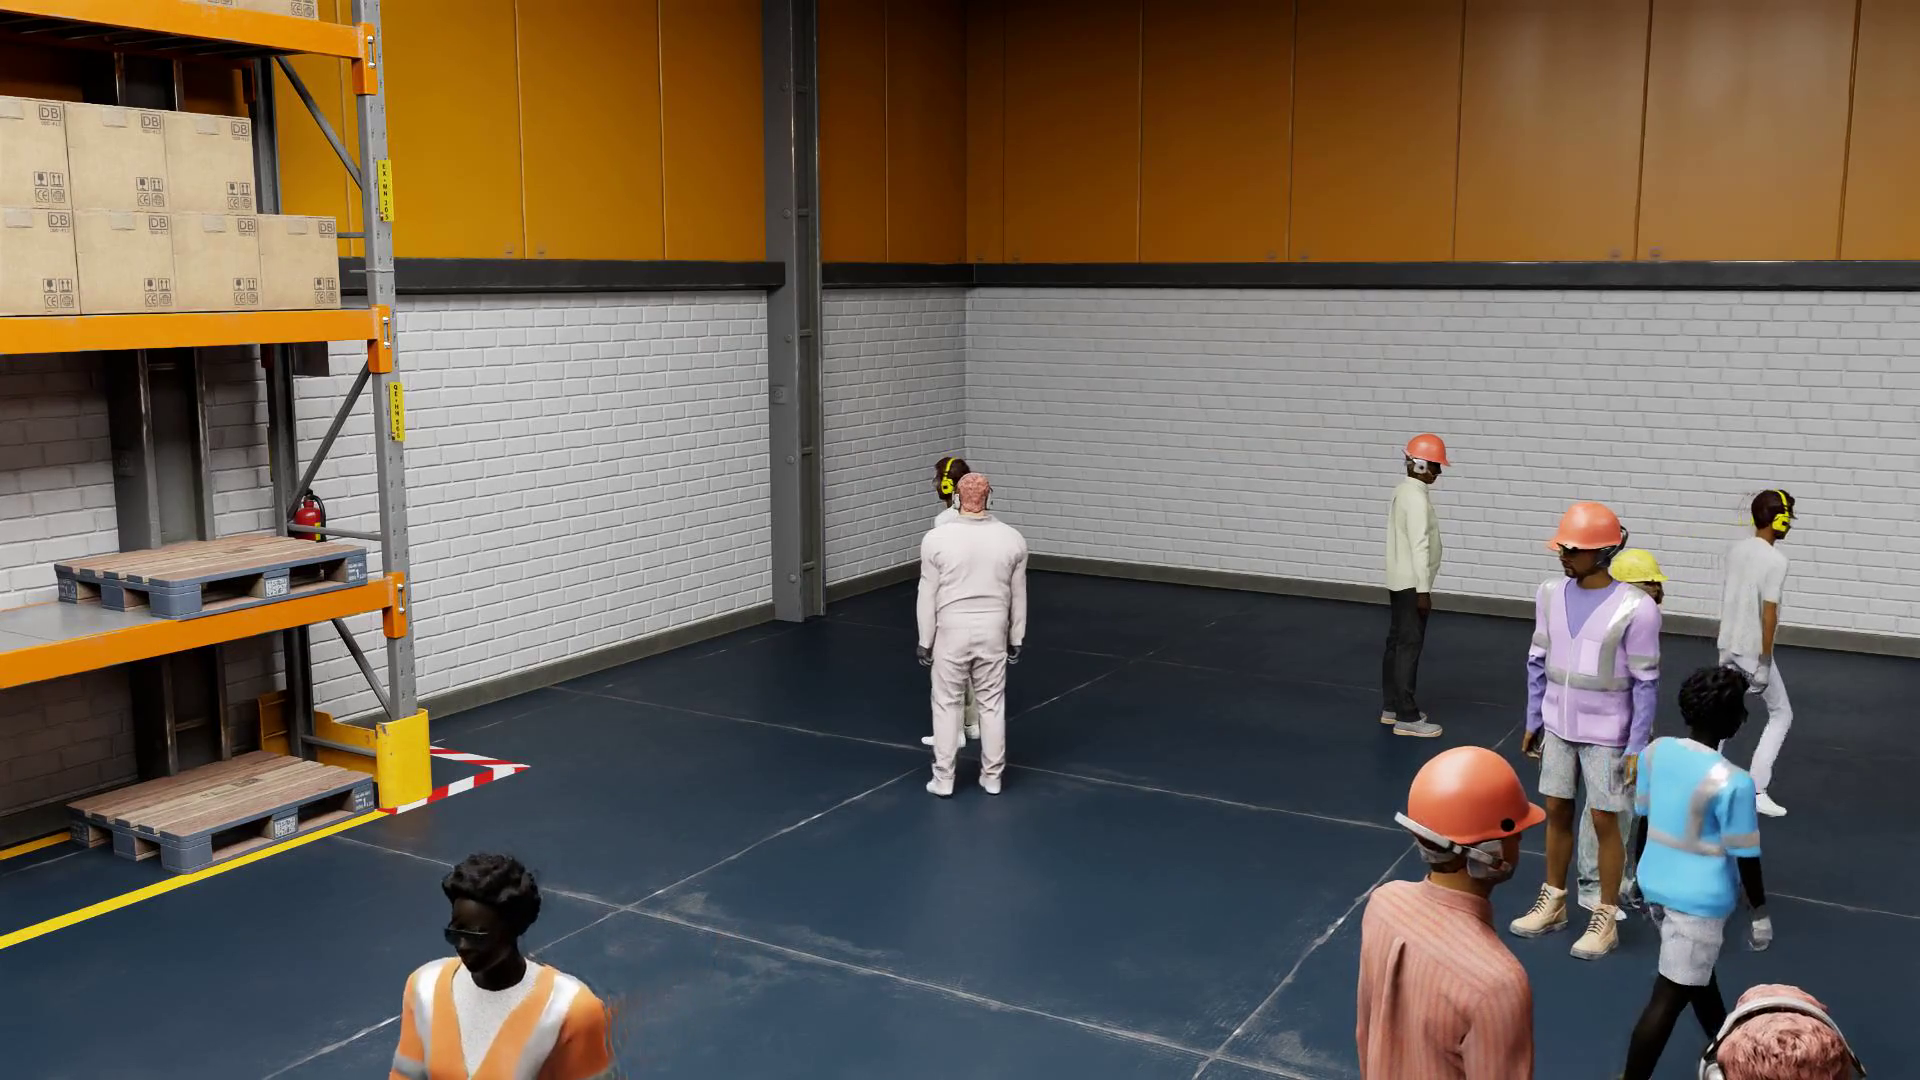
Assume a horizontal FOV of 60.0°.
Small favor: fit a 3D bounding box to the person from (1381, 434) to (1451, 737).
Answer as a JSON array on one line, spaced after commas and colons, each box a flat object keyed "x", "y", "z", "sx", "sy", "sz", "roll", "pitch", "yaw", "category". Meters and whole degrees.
[{"x": 3.003, "y": 0.291, "z": 10.980, "sx": 0.393, "sy": 1.985, "sz": 0.611, "roll": 0, "pitch": 9, "yaw": 1, "category": "person"}]

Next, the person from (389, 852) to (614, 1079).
[{"x": -1.128, "y": 1.574, "z": 3.956, "sx": 0.559, "sy": 1.681, "sz": 0.595, "roll": 3, "pitch": 10, "yaw": 20, "category": "person"}]

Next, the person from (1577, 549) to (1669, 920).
[{"x": 3.158, "y": 0.906, "z": 7.889, "sx": 0.489, "sy": 1.746, "sz": 0.286, "roll": -9, "pitch": 12, "yaw": -43, "category": "person"}]

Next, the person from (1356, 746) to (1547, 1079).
[{"x": 1.108, "y": 1.440, "z": 3.768, "sx": 0.375, "sy": 1.997, "sz": 0.612, "roll": -3, "pitch": 9, "yaw": -16, "category": "person"}]

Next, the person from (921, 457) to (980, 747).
[{"x": -0.044, "y": 0.395, "z": 10.685, "sx": 0.328, "sy": 1.873, "sz": 0.512, "roll": 5, "pitch": 10, "yaw": 28, "category": "person"}]

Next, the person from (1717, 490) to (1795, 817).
[{"x": 4.428, "y": 0.637, "z": 9.301, "sx": 0.601, "sy": 1.841, "sz": 0.495, "roll": -3, "pitch": 9, "yaw": -17, "category": "person"}]

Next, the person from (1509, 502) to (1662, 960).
[{"x": 2.763, "y": 0.839, "z": 7.386, "sx": 0.394, "sy": 2.038, "sz": 0.611, "roll": -6, "pitch": 11, "yaw": -34, "category": "person"}]

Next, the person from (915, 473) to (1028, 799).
[{"x": 0.062, "y": 0.558, "z": 9.629, "sx": 0.656, "sy": 1.898, "sz": 0.399, "roll": -2, "pitch": 9, "yaw": -15, "category": "person"}]

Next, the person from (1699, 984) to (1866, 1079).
[{"x": 1.302, "y": 1.658, "z": 2.739, "sx": 0.644, "sy": 1.901, "sz": 0.402, "roll": 6, "pitch": 11, "yaw": 32, "category": "person"}]

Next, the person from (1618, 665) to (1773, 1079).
[{"x": 2.703, "y": 1.263, "z": 5.936, "sx": 0.827, "sy": 1.654, "sz": 0.542, "roll": -2, "pitch": 9, "yaw": -9, "category": "person"}]
